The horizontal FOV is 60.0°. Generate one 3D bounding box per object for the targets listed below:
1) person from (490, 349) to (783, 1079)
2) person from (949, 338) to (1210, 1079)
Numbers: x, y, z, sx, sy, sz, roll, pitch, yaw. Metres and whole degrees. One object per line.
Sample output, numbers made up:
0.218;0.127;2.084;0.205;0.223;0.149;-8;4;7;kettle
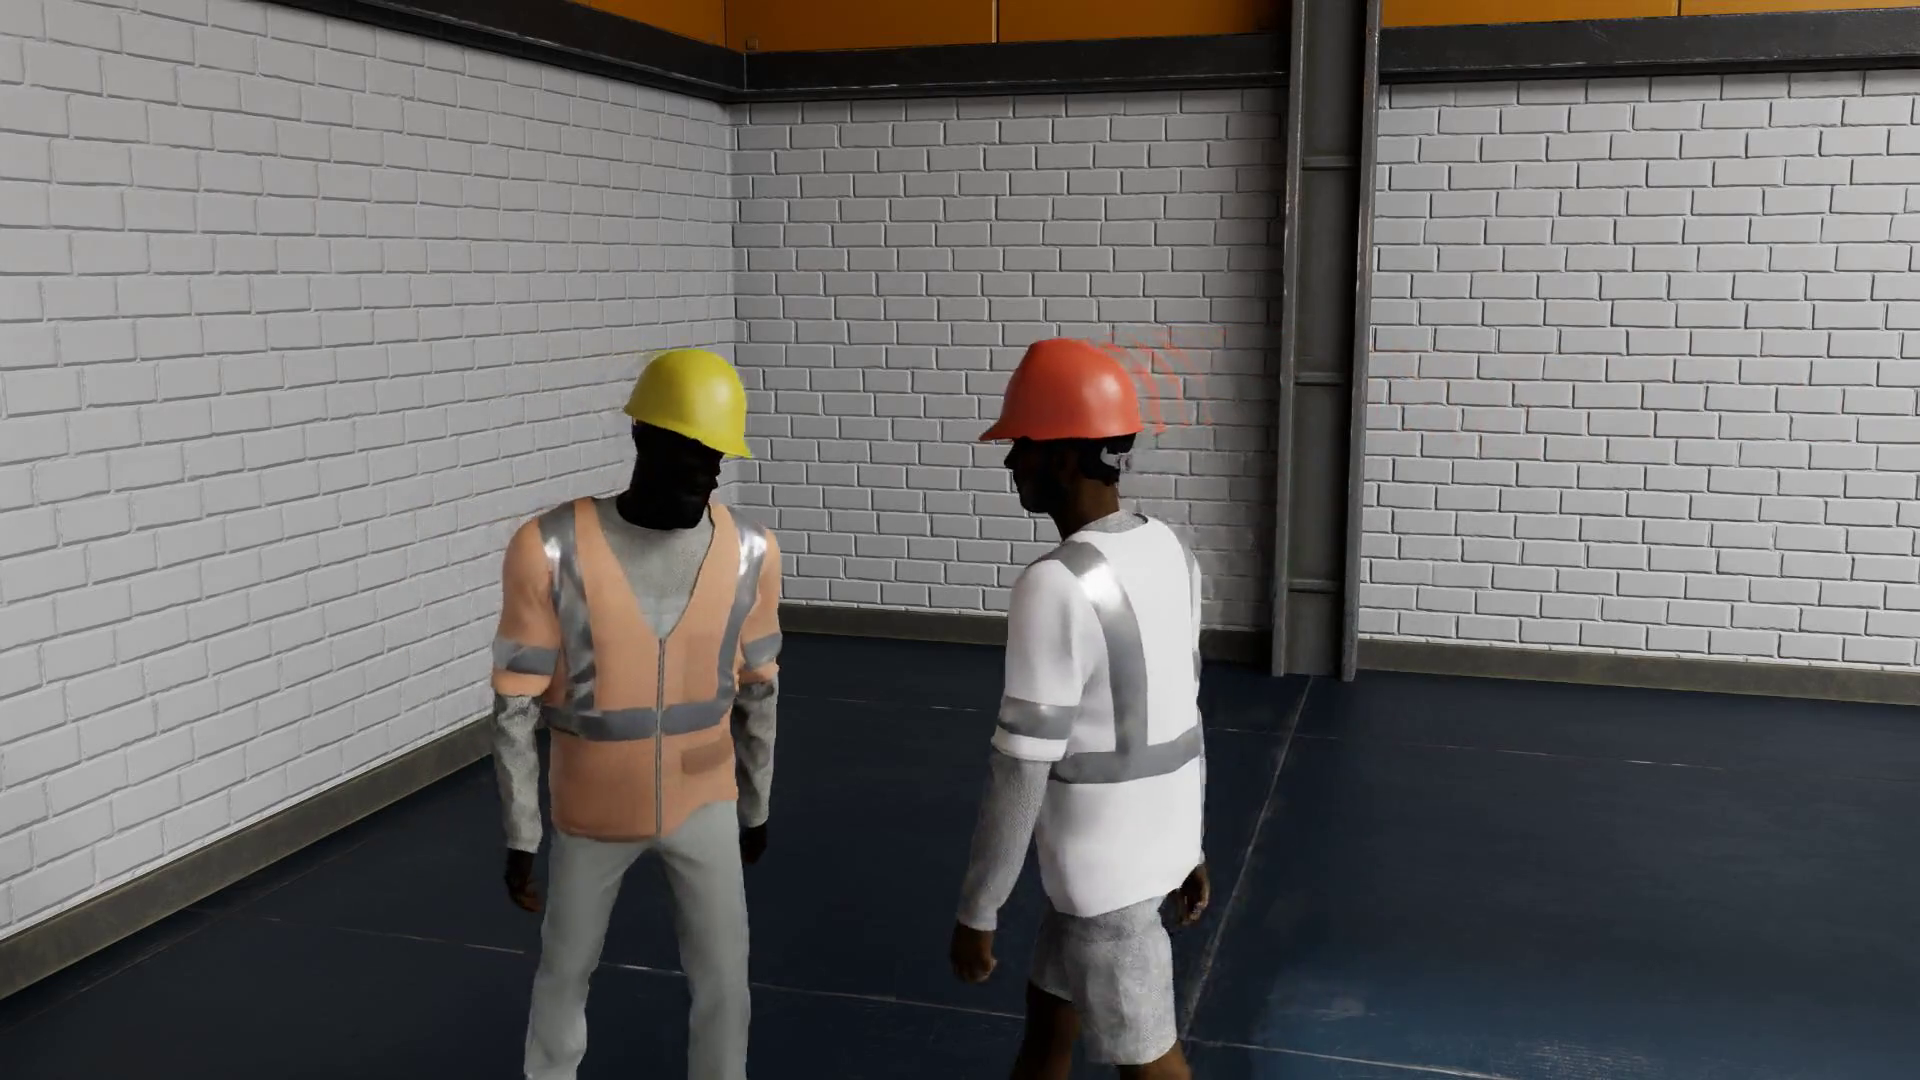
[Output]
-0.712;0.520;3.566;0.650;1.877;0.803;-4;10;-22;person
0.185;0.578;3.119;0.977;1.882;0.565;5;10;27;person
